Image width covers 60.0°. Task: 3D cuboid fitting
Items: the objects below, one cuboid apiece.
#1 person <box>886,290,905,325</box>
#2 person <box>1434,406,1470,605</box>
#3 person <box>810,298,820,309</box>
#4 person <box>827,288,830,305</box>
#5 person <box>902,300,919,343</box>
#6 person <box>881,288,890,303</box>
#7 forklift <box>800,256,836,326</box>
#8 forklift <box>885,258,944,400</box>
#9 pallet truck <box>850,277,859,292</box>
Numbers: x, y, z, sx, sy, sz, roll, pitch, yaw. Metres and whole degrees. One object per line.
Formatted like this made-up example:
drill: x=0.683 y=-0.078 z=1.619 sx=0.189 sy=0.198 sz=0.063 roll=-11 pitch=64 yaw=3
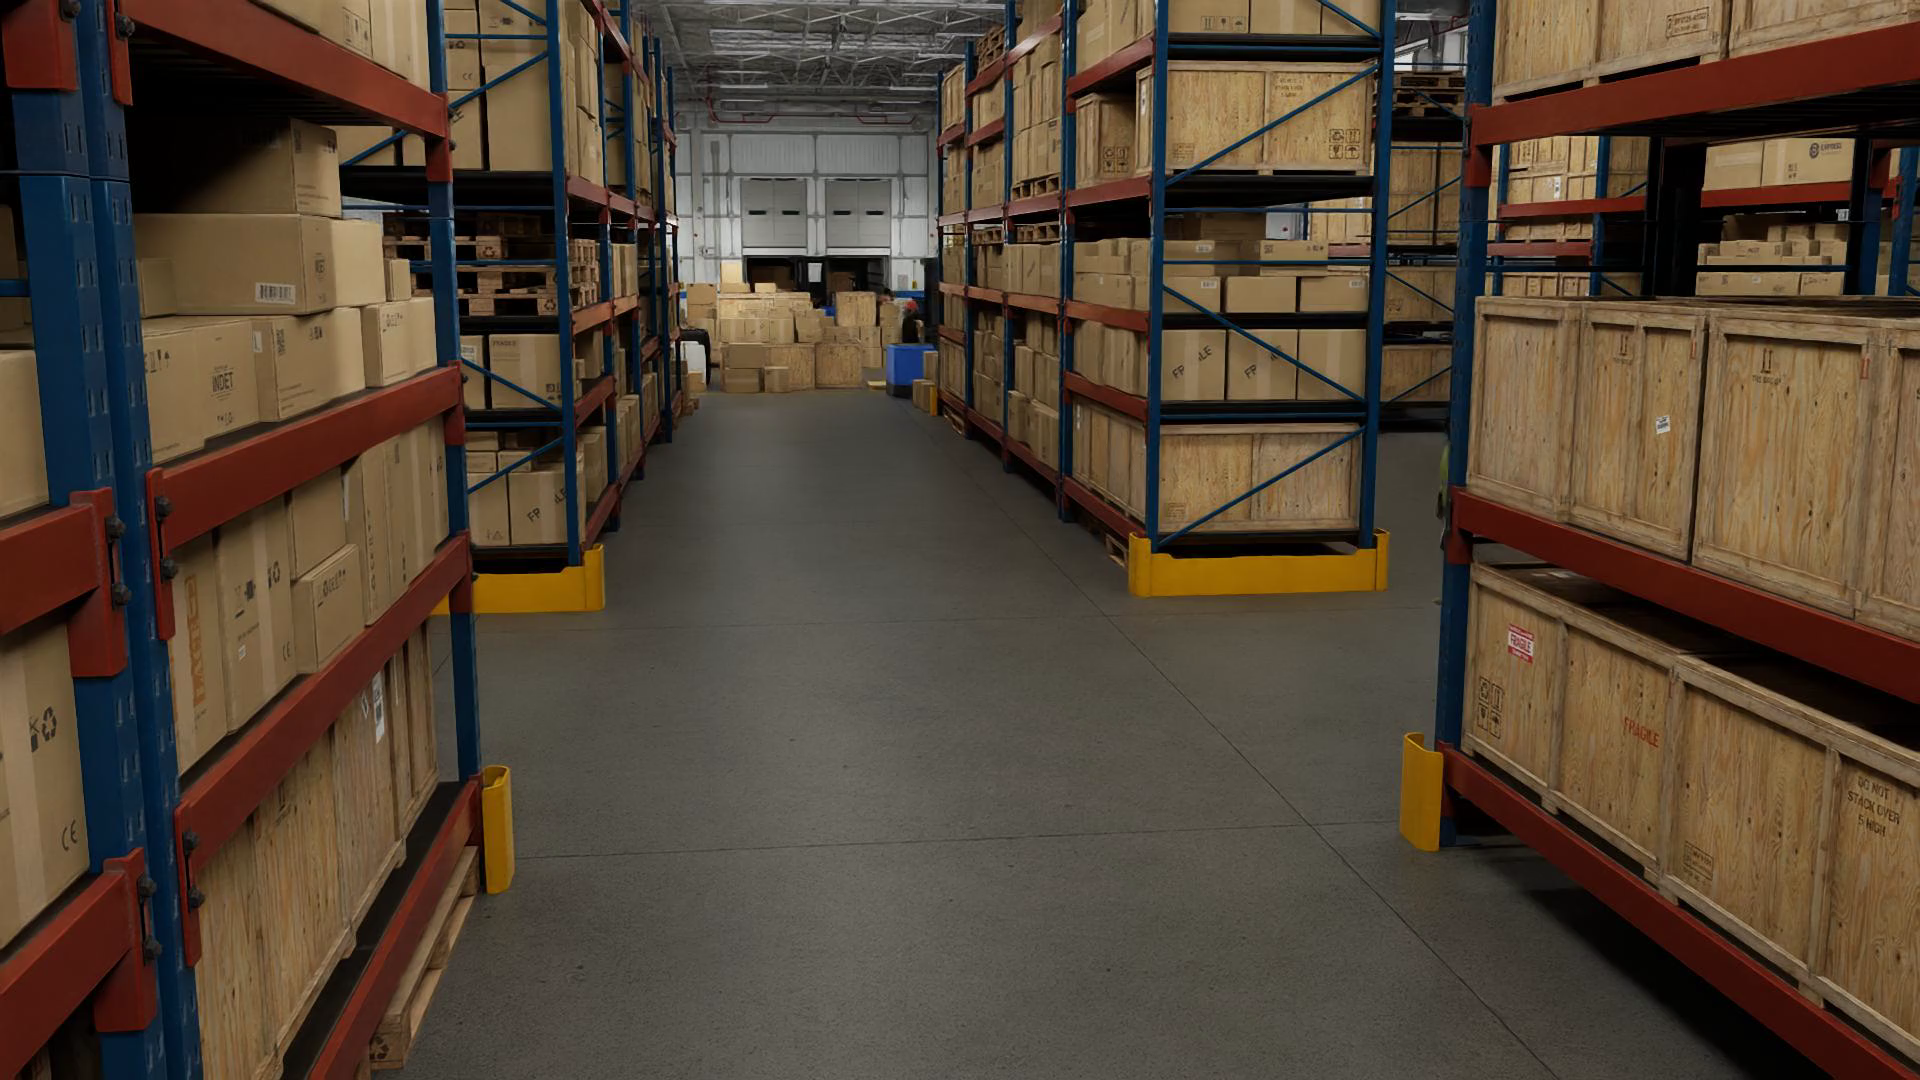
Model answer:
person: x=-1.828 y=-6.073 z=46.781 sx=0.793 sy=1.890 sz=0.647 roll=-8 pitch=13 yaw=-39
person: x=4.068 y=-0.277 z=13.650 sx=0.375 sy=1.680 sz=0.555 roll=-1 pitch=10 yaw=-8
person: x=-3.532 y=-5.010 z=40.752 sx=0.429 sy=1.845 sz=0.627 roll=-6 pitch=11 yaw=-29
person: x=-5.325 y=-9.225 z=65.081 sx=0.620 sy=1.921 sz=0.407 roll=6 pitch=12 yaw=32
person: x=-1.041 y=-3.959 z=34.311 sx=0.948 sy=1.961 sz=0.626 roll=-3 pitch=10 yaw=-17
person: x=-2.759 y=-8.524 z=61.771 sx=0.536 sy=1.663 sz=0.852 roll=9 pitch=13 yaw=42
forklift: x=-5.119 y=-8.590 z=58.575 sx=1.129 sy=2.768 sz=1.873 roll=-6 pitch=12 yaw=-33
forklift: x=-0.511 y=-4.261 z=33.373 sx=1.873 sy=2.768 sz=1.129 roll=-2 pitch=10 yaw=-13
pallet truck: x=-3.782 y=-9.391 z=65.808 sx=1.885 sy=1.965 sz=0.823 roll=2 pitch=10 yaw=10
